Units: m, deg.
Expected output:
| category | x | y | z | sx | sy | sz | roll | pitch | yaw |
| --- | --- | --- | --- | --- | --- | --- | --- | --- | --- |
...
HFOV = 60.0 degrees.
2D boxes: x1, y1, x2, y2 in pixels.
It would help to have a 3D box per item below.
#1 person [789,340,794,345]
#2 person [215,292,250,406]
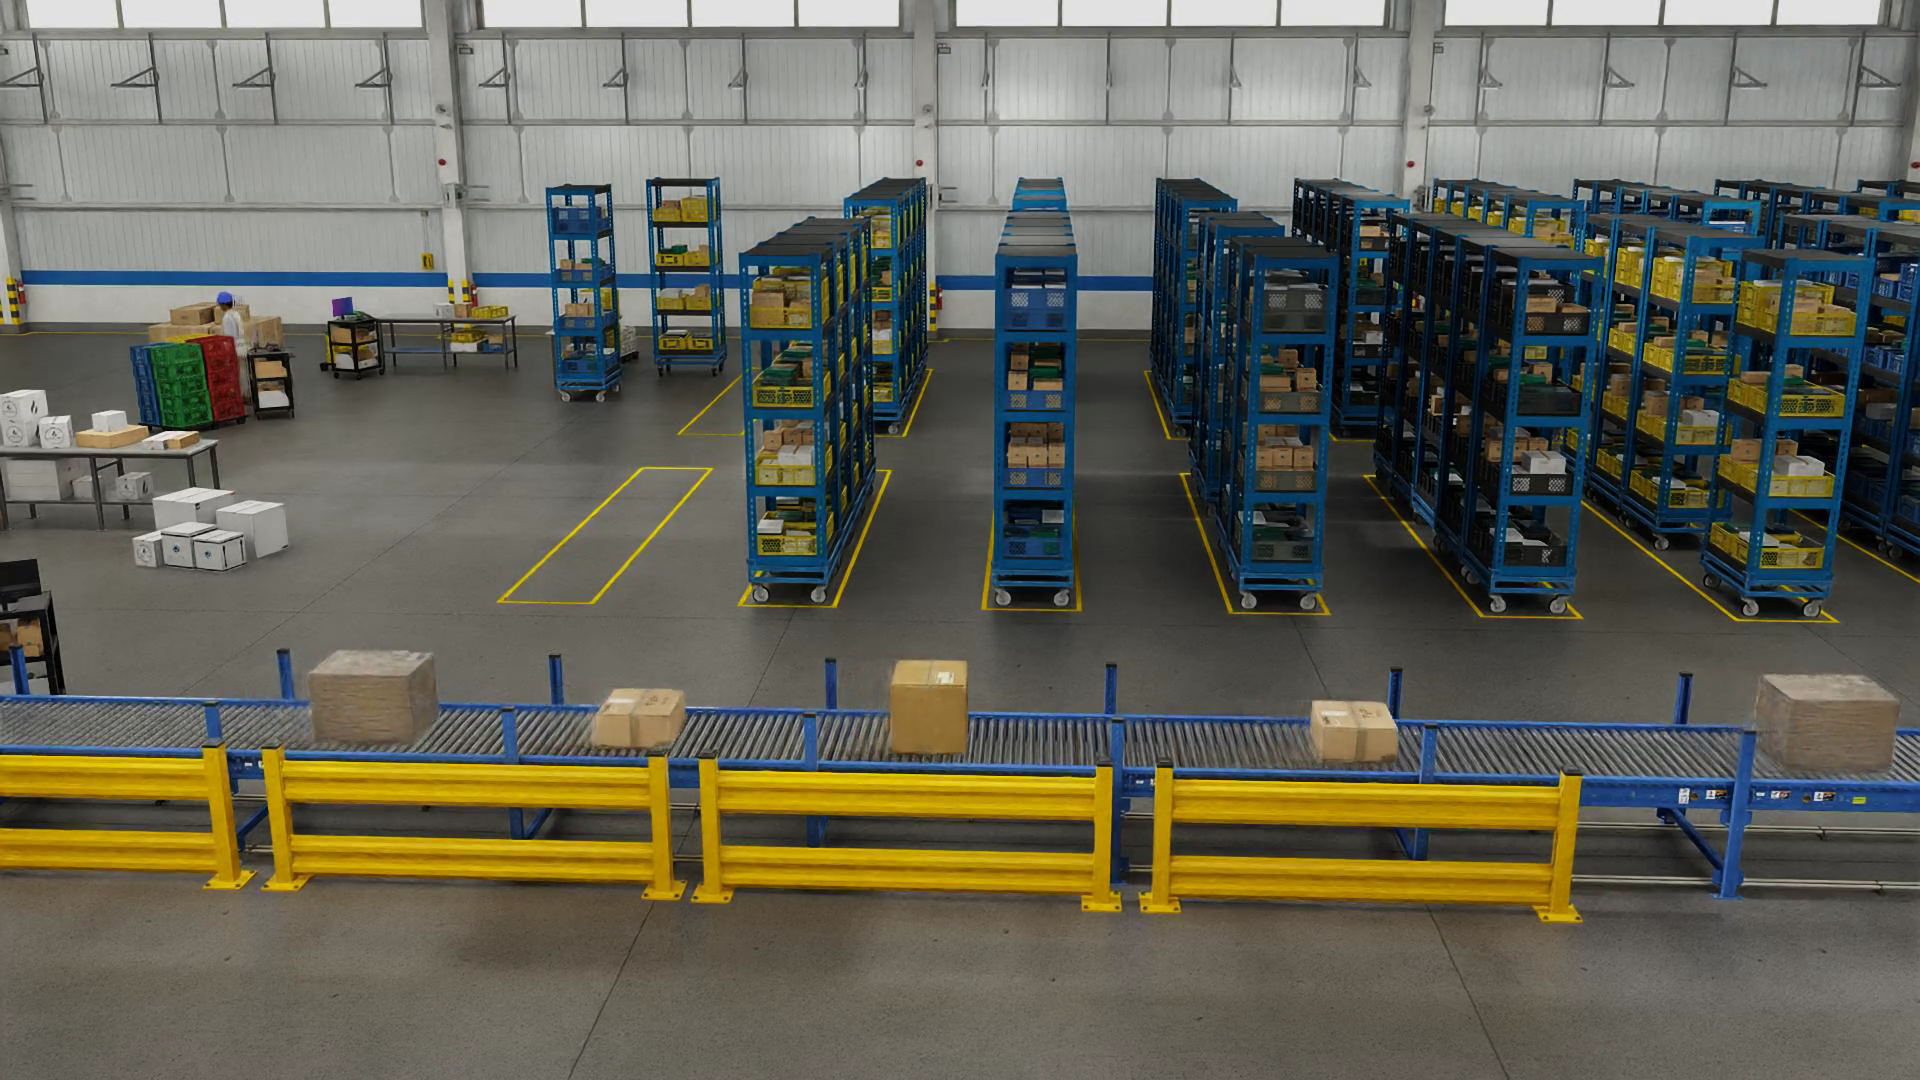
| category | x | y | z | sx | sy | sz | roll | pitch | yaw |
| --- | --- | --- | --- | --- | --- | --- | --- | --- | --- |
| person | -2.185 | -1.723 | 22.159 | 0.402 | 1.990 | 0.622 | -5 | 16 | -16 |
| person | -12.073 | -3.152 | 27.582 | 0.459 | 1.926 | 0.639 | -2 | 15 | -7 |
